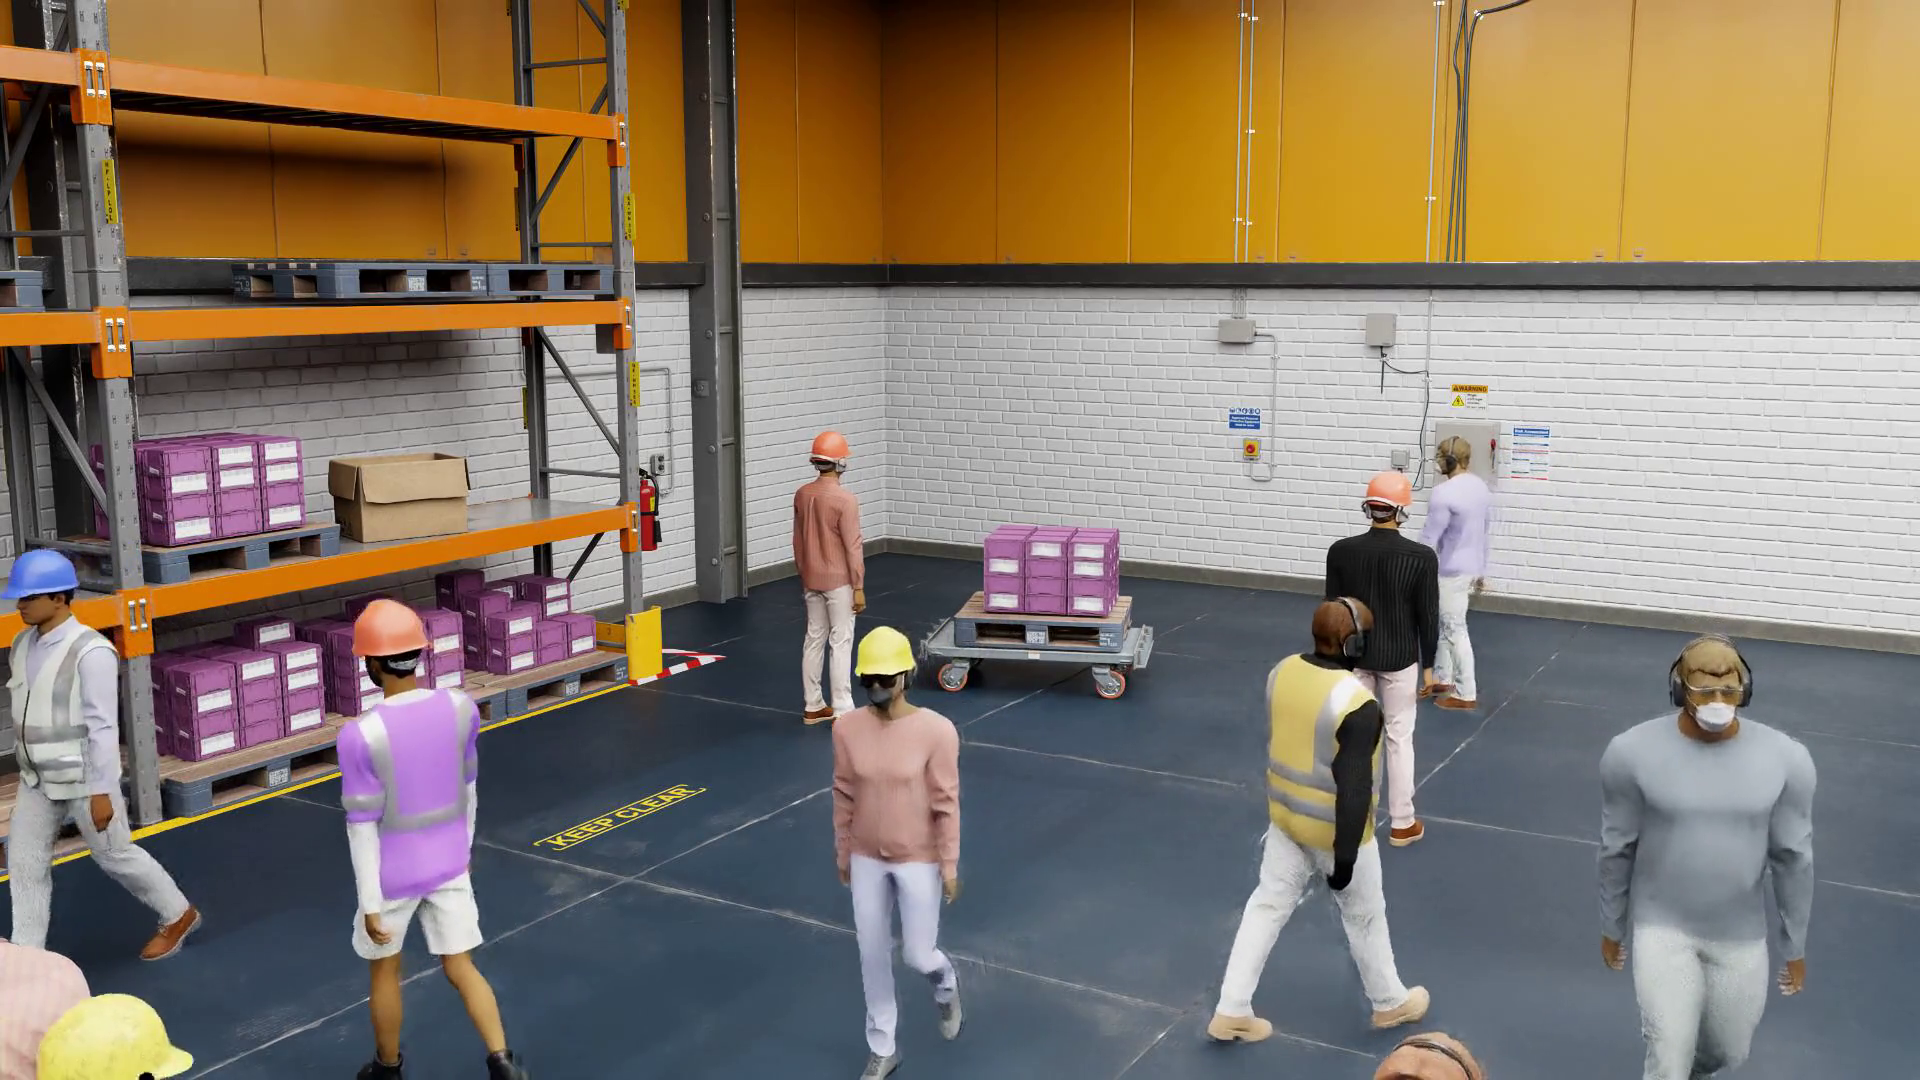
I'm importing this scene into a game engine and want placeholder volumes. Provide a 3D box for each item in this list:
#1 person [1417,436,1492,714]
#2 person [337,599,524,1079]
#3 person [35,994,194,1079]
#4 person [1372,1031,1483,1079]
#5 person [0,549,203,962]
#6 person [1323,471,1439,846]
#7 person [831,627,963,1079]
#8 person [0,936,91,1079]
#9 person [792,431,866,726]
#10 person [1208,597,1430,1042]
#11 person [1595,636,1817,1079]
[{"bbox_3d":[3.362,0.234,11.564,0.703,1.916,0.644,8,12,40],"label":"person"},{"bbox_3d":[-1.886,1.155,5.853,0.543,1.913,0.880,-9,13,-44],"label":"person"},{"bbox_3d":[-1.555,1.681,3.108,0.401,1.726,0.498,-5,10,-27],"label":"person"},{"bbox_3d":[0.855,1.726,3.222,0.513,1.592,0.866,5,10,26],"label":"person"},{"bbox_3d":[-3.709,0.961,7.041,0.617,1.912,0.969,5,10,27],"label":"person"},{"bbox_3d":[2.240,0.624,8.867,0.612,1.994,0.395,5,10,29],"label":"person"},{"bbox_3d":[-0.216,1.163,6.229,0.538,1.752,0.502,4,10,21],"label":"person"},{"bbox_3d":[-2.172,1.505,3.632,0.643,1.913,0.410,-3,10,-18],"label":"person"},{"bbox_3d":[-0.853,0.271,11.064,0.622,1.997,0.371,9,13,43],"label":"person"},{"bbox_3d":[1.421,1.104,6.535,0.984,1.798,0.638,-5,10,-28],"label":"person"},{"bbox_3d":[2.374,1.226,5.376,0.637,1.918,0.845,2,9,15],"label":"person"}]
